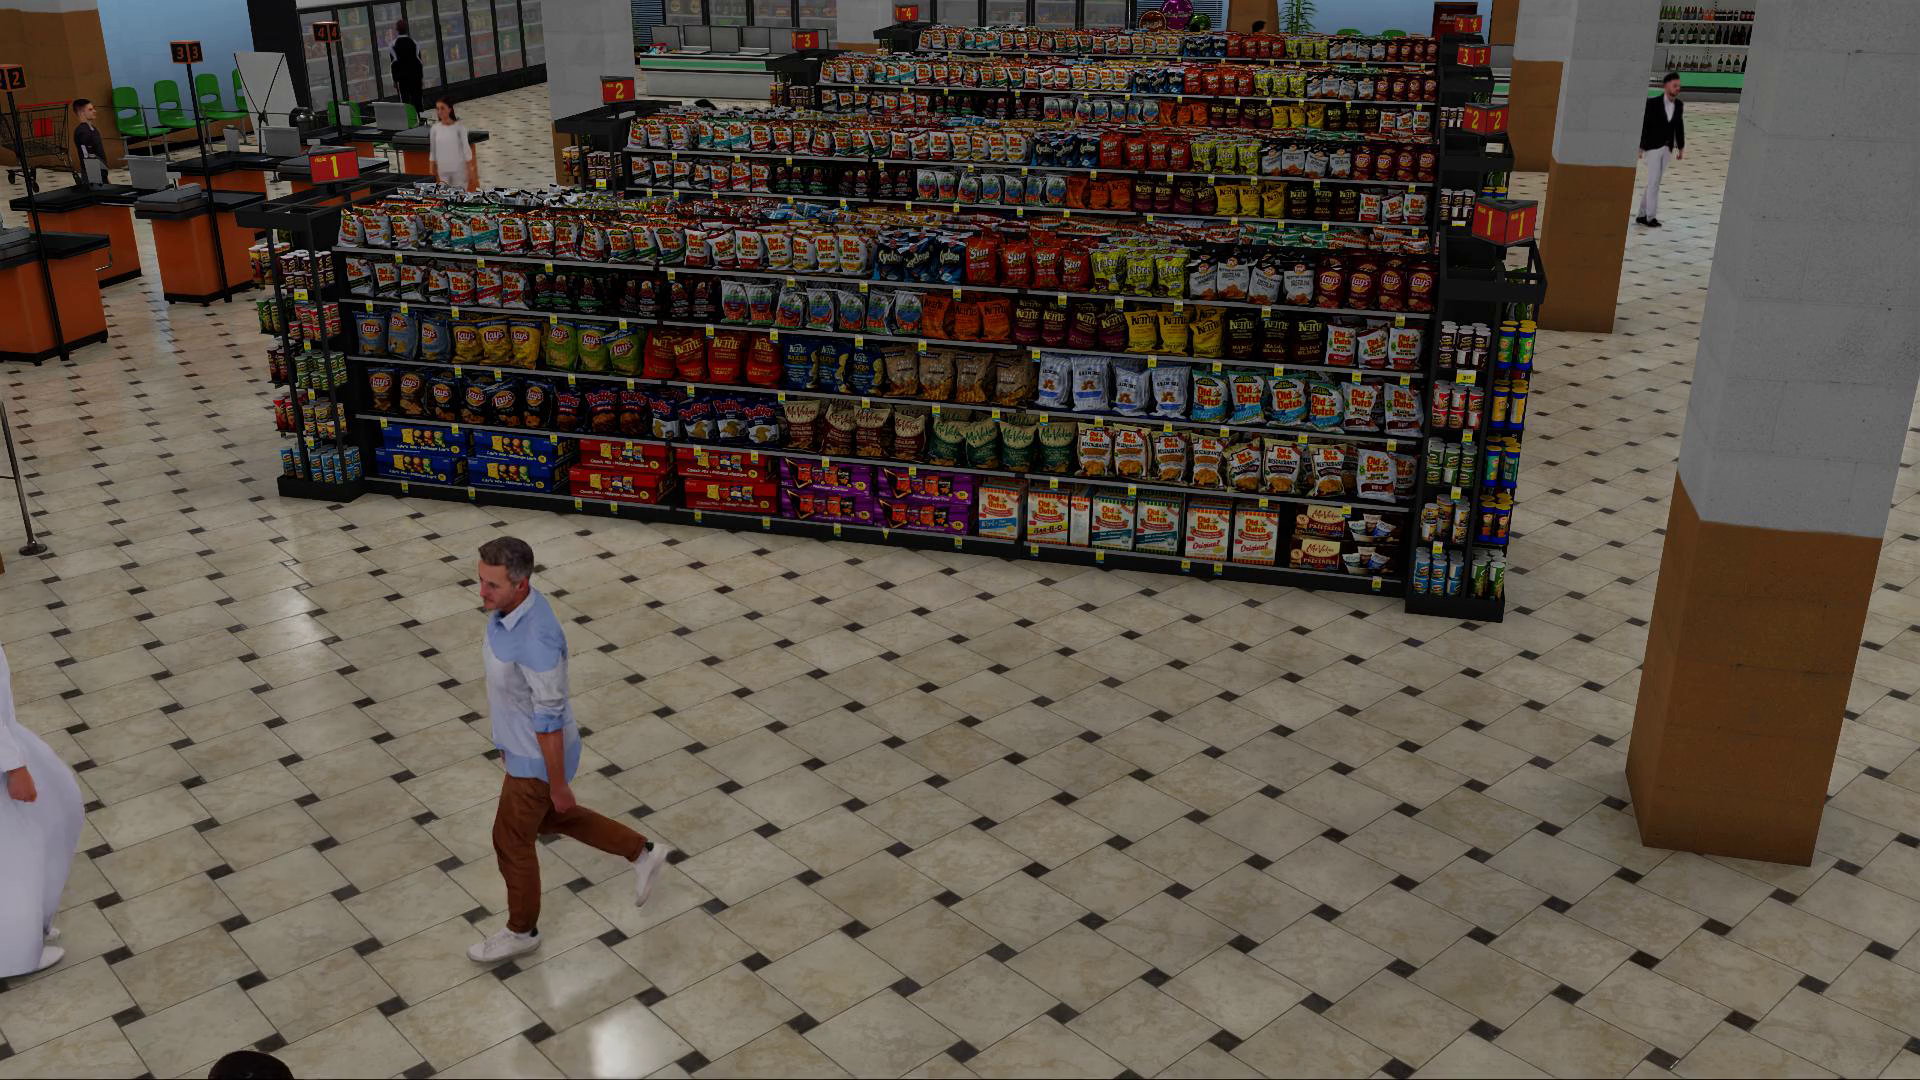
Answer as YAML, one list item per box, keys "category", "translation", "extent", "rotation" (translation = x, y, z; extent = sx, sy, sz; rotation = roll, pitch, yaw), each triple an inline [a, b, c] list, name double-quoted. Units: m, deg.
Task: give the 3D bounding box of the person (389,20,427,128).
- category: "person"
  translation: [-9.085, -7.618, 27.373]
  extent: [0.714, 1.830, 0.793]
  rotation: [-10, 24, -24]

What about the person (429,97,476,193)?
- category: "person"
  translation: [-5.844, -4.279, 19.287]
  extent: [0.899, 1.663, 0.765]
  rotation: [3, 22, 7]

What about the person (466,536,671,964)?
- category: "person"
  translation: [-1.566, 0.800, 6.480]
  extent: [1.189, 1.788, 1.046]
  rotation: [-7, 23, -17]

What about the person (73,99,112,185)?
- category: "person"
  translation: [-9.549, -3.974, 18.391]
  extent: [0.726, 1.764, 0.720]
  rotation: [-6, 23, -15]

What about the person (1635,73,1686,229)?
- category: "person"
  translation: [8.442, -4.741, 20.220]
  extent: [0.968, 1.825, 0.984]
  rotation: [-5, 22, -12]

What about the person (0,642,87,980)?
- category: "person"
  translation: [-3.785, 0.828, 6.254]
  extent: [0.991, 1.904, 0.928]
  rotation: [-12, 25, -28]
